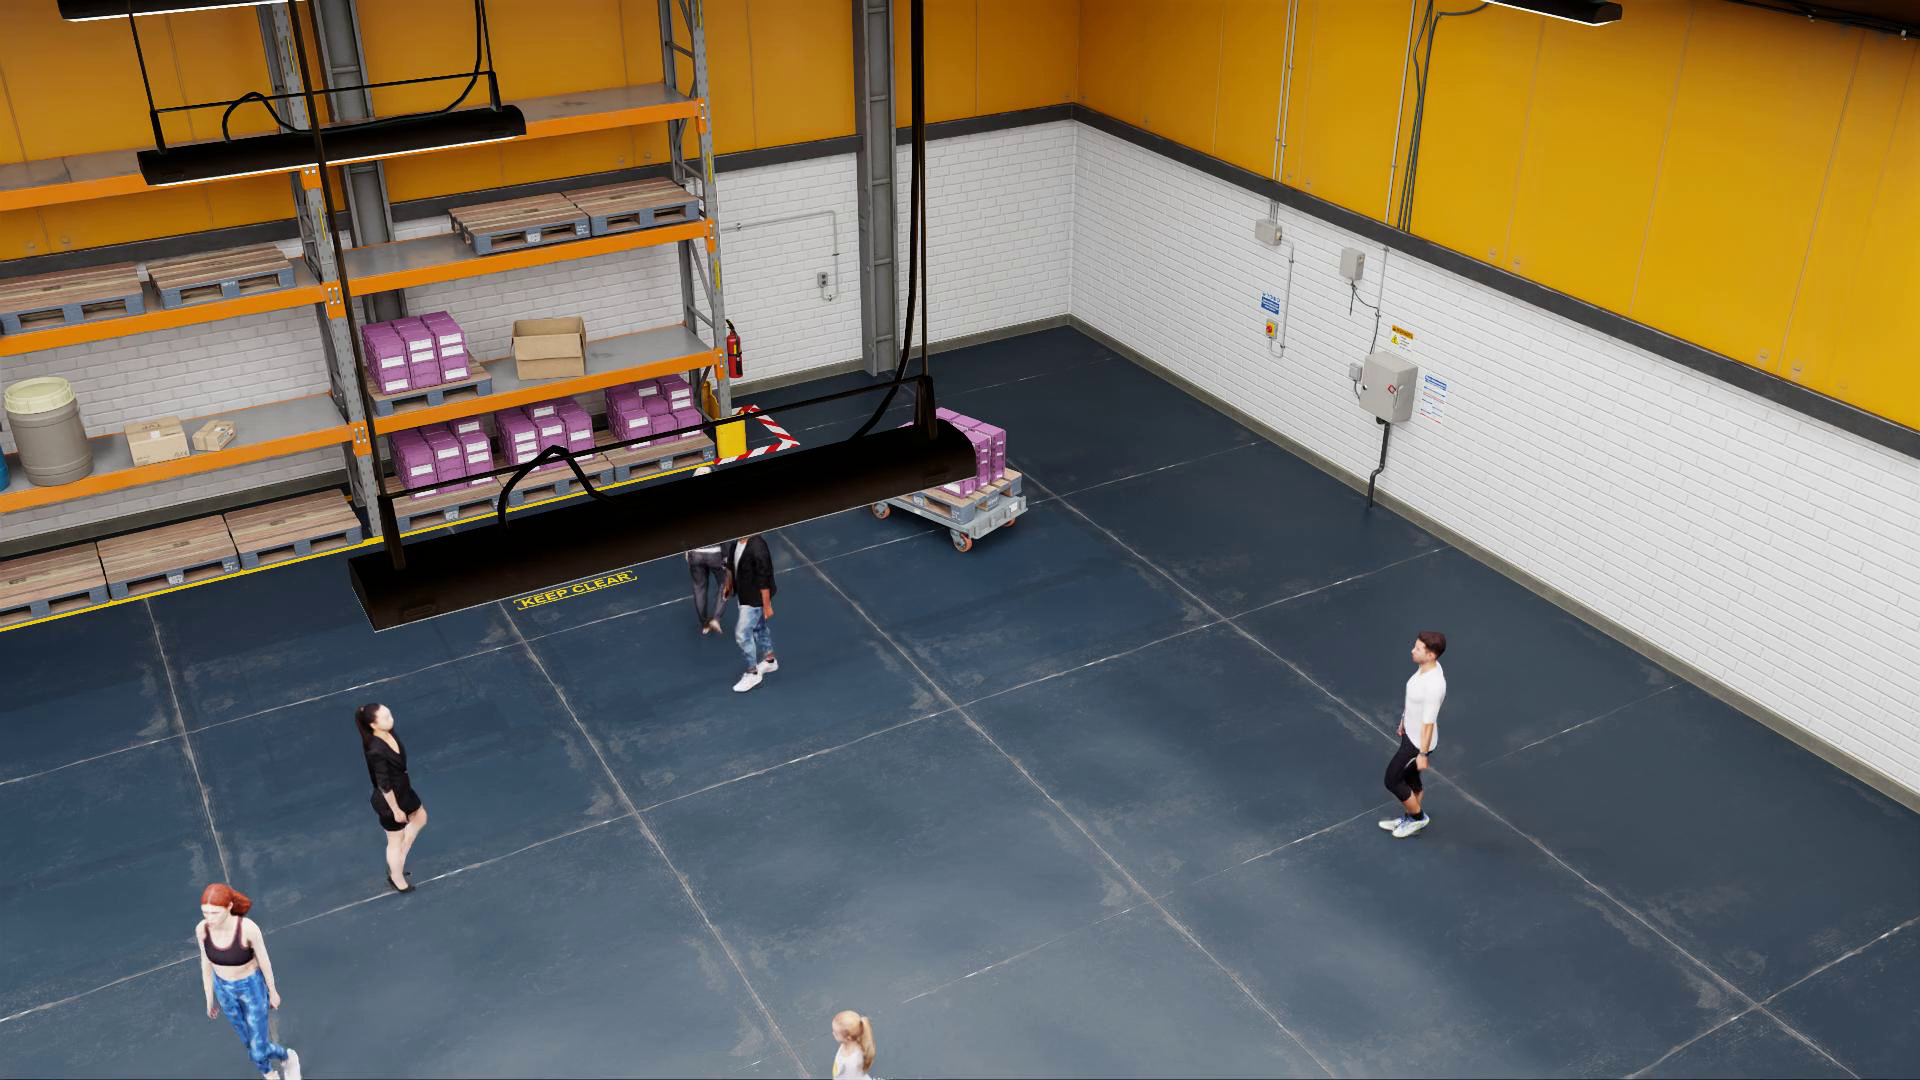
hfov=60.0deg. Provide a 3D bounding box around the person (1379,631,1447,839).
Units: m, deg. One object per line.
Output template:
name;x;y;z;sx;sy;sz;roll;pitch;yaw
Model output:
person;3.603;1.517;12.788;0.856;1.841;0.816;4;29;7

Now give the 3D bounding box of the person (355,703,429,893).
person;-4.257;1.908;12.233;0.716;1.687;0.706;-2;29;-4

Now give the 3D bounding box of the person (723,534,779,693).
person;-1.766;0.446;14.804;0.739;1.790;0.704;-13;31;-23

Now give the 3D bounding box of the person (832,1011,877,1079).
person;-0.558;3.347;10.039;0.754;1.262;0.641;-4;29;-7

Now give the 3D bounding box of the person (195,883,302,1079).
person;-4.469;2.816;10.473;0.736;1.779;0.794;4;29;7

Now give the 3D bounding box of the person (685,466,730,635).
person;-2.367;0.143;15.437;0.797;1.717;0.858;4;29;7
